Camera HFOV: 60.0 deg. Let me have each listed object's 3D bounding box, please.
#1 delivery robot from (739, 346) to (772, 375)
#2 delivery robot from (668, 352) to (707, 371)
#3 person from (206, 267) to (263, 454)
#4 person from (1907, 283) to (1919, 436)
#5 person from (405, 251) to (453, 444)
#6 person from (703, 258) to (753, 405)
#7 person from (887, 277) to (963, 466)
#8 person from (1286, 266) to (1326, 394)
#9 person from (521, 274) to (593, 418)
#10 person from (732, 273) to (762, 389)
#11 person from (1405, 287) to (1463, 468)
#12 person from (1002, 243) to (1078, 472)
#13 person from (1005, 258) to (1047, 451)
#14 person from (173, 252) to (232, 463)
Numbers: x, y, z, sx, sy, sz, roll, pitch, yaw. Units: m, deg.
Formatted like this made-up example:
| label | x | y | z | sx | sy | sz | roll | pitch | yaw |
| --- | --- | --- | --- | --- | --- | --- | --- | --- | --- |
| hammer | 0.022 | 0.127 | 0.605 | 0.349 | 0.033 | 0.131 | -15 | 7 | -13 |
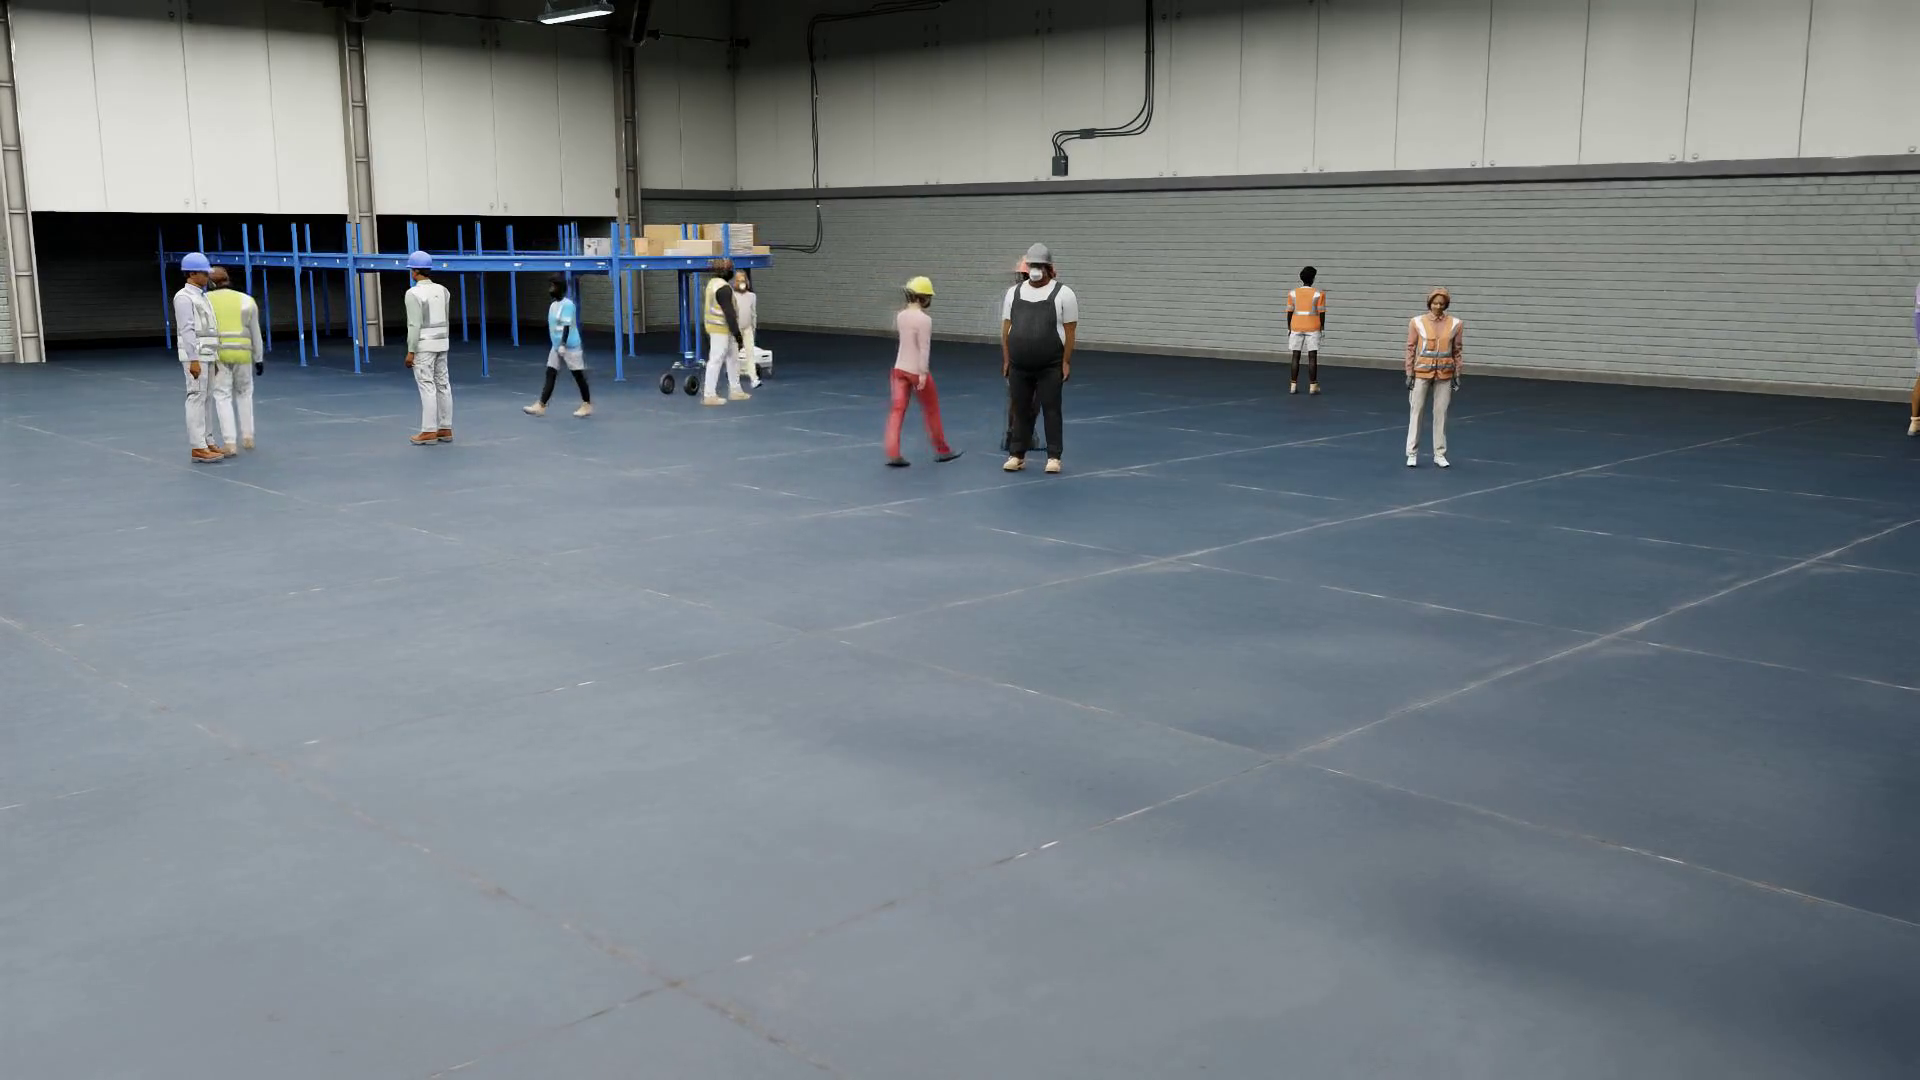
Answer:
| label | x | y | z | sx | sy | sz | roll | pitch | yaw |
| --- | --- | --- | --- | --- | --- | --- | --- | --- | --- |
| delivery robot | -3.084 | -2.685 | 24.584 | 0.477 | 0.478 | 0.707 | 5 | 12 | 25 |
| delivery robot | -3.657 | -2.425 | 22.455 | 0.335 | 0.223 | 0.698 | 6 | 12 | 29 |
| person | -7.214 | -1.768 | 16.348 | 0.638 | 1.789 | 0.888 | -6 | 12 | -31 |
| person | 10.283 | -2.099 | 17.453 | 0.363 | 2.048 | 0.612 | -2 | 10 | -8 |
| person | -5.433 | -1.961 | 16.970 | 0.389 | 1.949 | 0.604 | 4 | 11 | 20 |
| person | -2.897 | -2.615 | 20.896 | 0.804 | 1.814 | 0.628 | -3 | 11 | -17 |
| person | -0.348 | -1.553 | 15.364 | 0.852 | 1.726 | 0.527 | -9 | 14 | -40 |
| person | 4.645 | -2.819 | 22.339 | 0.539 | 1.694 | 0.318 | 5 | 11 | 25 |
| person | -4.642 | -2.223 | 19.170 | 0.854 | 1.647 | 0.547 | -9 | 13 | -39 |
| person | -3.011 | -2.880 | 22.962 | 0.514 | 1.587 | 0.799 | -6 | 12 | -29 |
| person | 4.333 | -1.488 | 15.235 | 0.514 | 1.640 | 0.310 | 0 | 10 | 2 |
| person | 0.683 | -1.608 | 14.915 | 0.683 | 2.000 | 0.538 | 4 | 11 | 19 |
| person | 0.708 | -1.819 | 16.300 | 0.624 | 1.915 | 0.565 | 1 | 10 | 6 |
| person | -7.164 | -1.724 | 15.676 | 0.382 | 1.949 | 0.605 | -2 | 11 | -9 |
